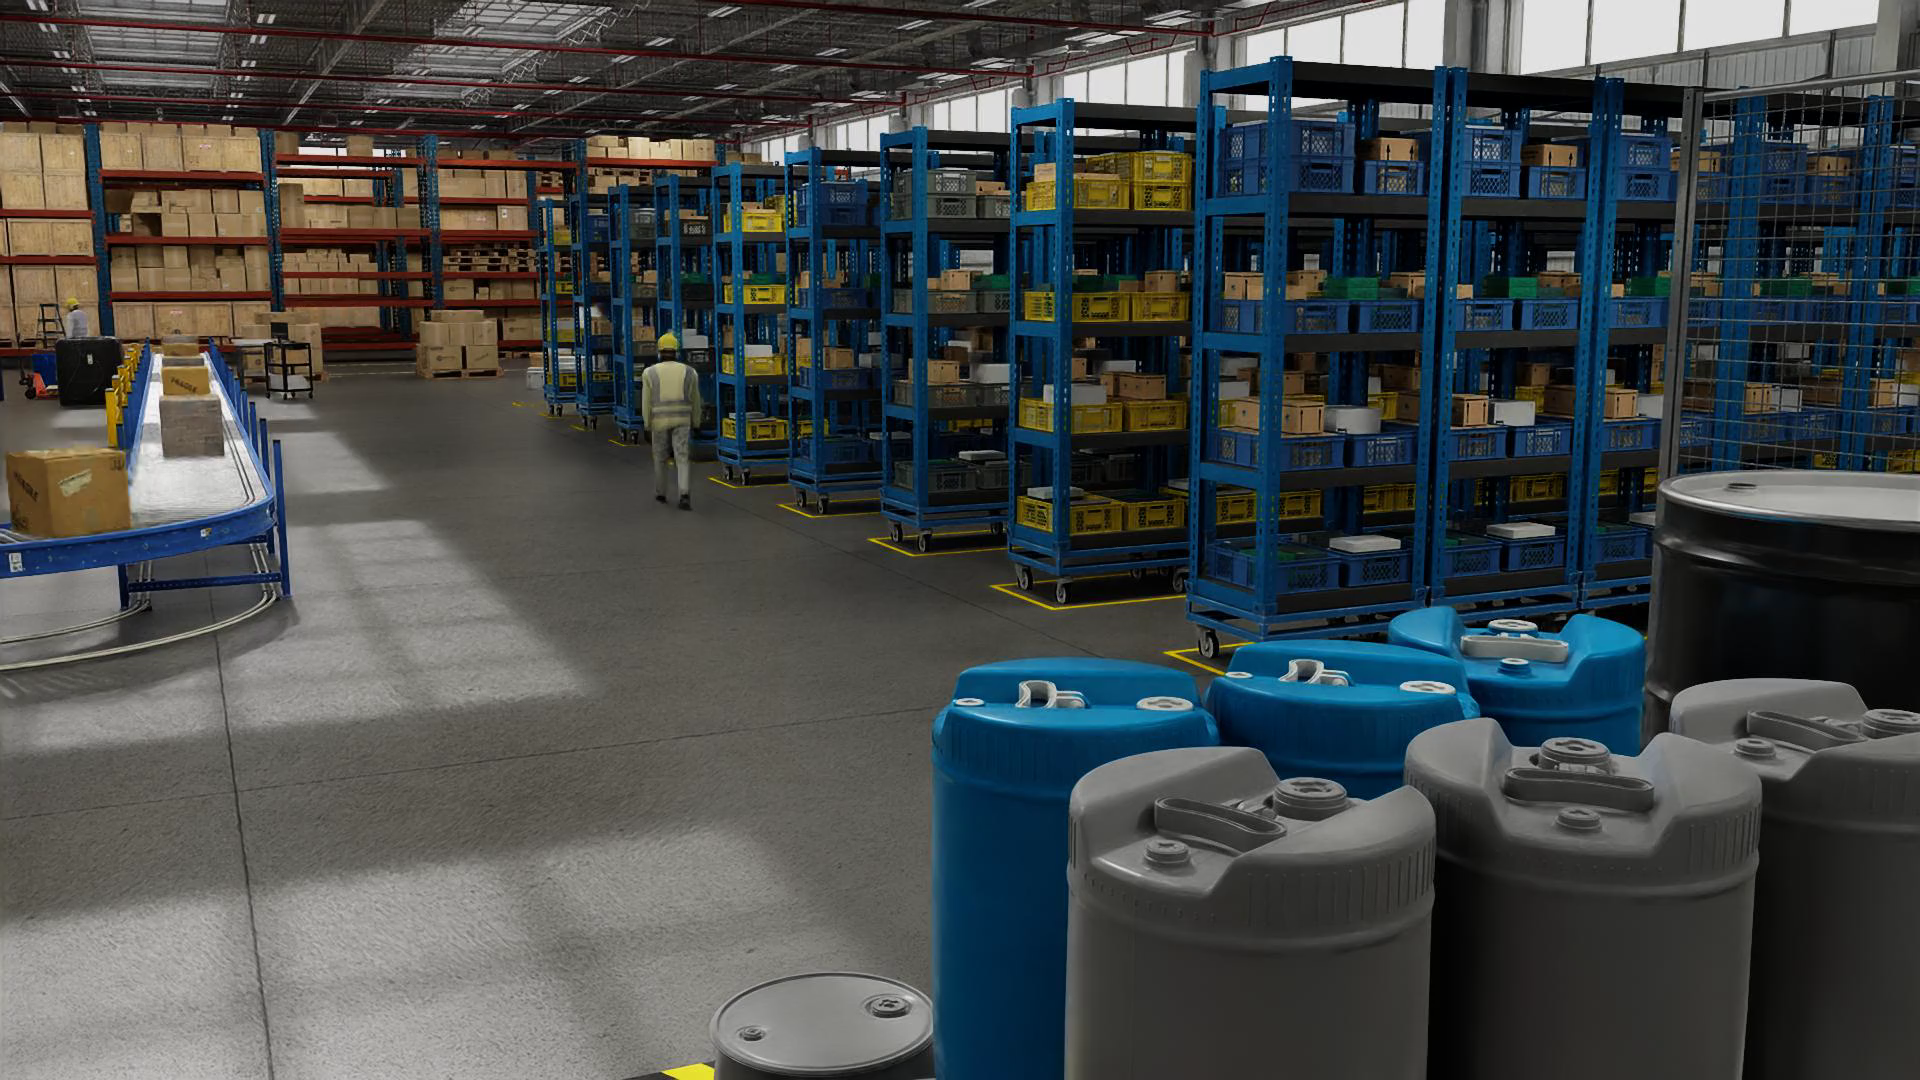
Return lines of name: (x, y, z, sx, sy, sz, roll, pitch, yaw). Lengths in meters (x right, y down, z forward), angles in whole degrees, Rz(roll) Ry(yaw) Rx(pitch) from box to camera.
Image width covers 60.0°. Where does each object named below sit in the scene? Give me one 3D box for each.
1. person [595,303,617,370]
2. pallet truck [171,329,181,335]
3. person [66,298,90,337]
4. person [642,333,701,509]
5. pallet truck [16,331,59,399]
person: (-7.136, -3.980, 33.738, 0.619, 1.923, 0.559, 5, 10, 27)
pallet truck: (-17.275, -3.851, 35.096, 1.601, 1.201, 0.680, 0, 9, 1)
person: (-20.239, -4.634, 38.141, 0.410, 1.823, 0.597, 2, 9, 15)
person: (-2.942, -1.215, 17.018, 0.611, 1.792, 0.926, -3, 10, -18)
pallet truck: (-17.082, -3.353, 31.781, 1.630, 1.274, 0.653, -4, 10, -25)
